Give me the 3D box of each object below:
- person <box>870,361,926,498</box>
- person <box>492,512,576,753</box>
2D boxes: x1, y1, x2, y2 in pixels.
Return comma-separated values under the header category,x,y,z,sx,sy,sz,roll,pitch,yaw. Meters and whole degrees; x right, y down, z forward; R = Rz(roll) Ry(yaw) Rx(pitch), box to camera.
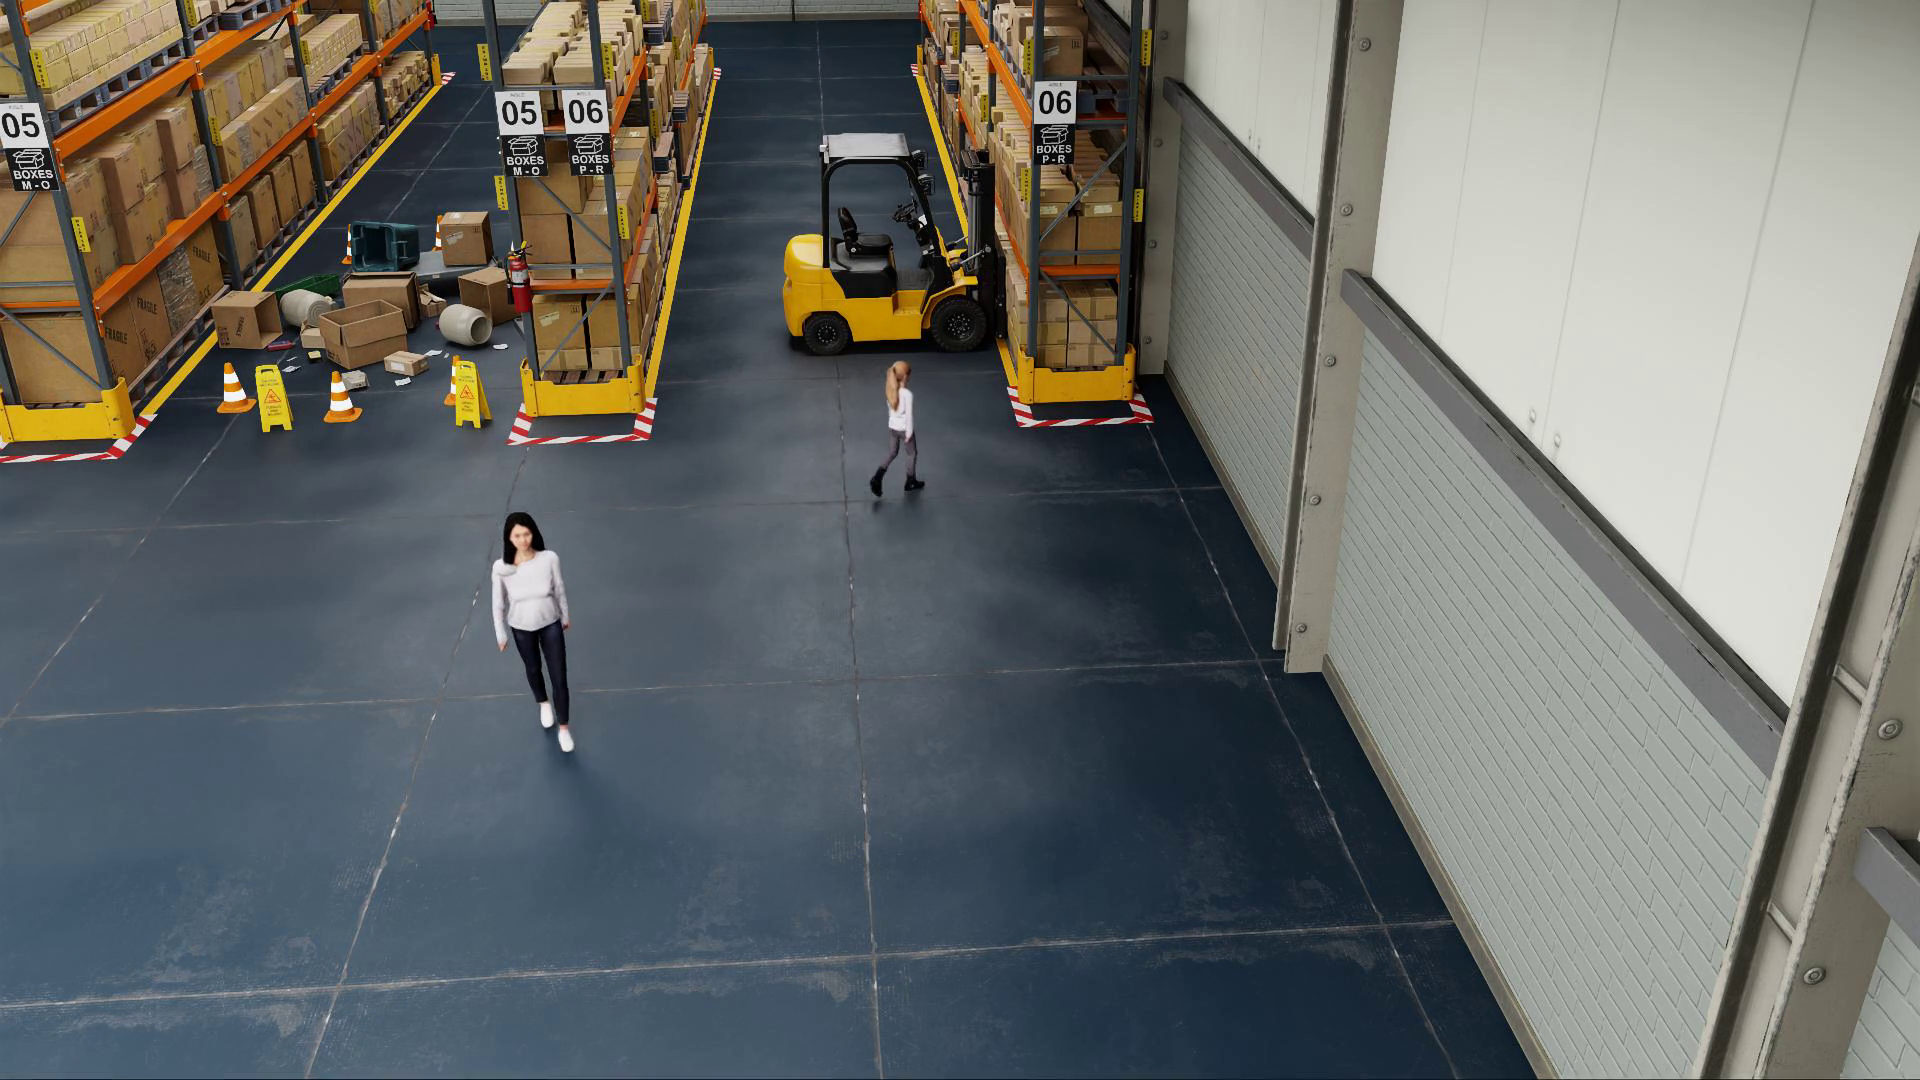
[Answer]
category,x,y,z,sx,sy,sz,roll,pitch,yaw
person,-0.574,-0.969,14.688,0.804,1.266,0.847,24,35,38
person,-2.885,0.547,11.295,0.748,1.677,0.958,-7,28,-14
